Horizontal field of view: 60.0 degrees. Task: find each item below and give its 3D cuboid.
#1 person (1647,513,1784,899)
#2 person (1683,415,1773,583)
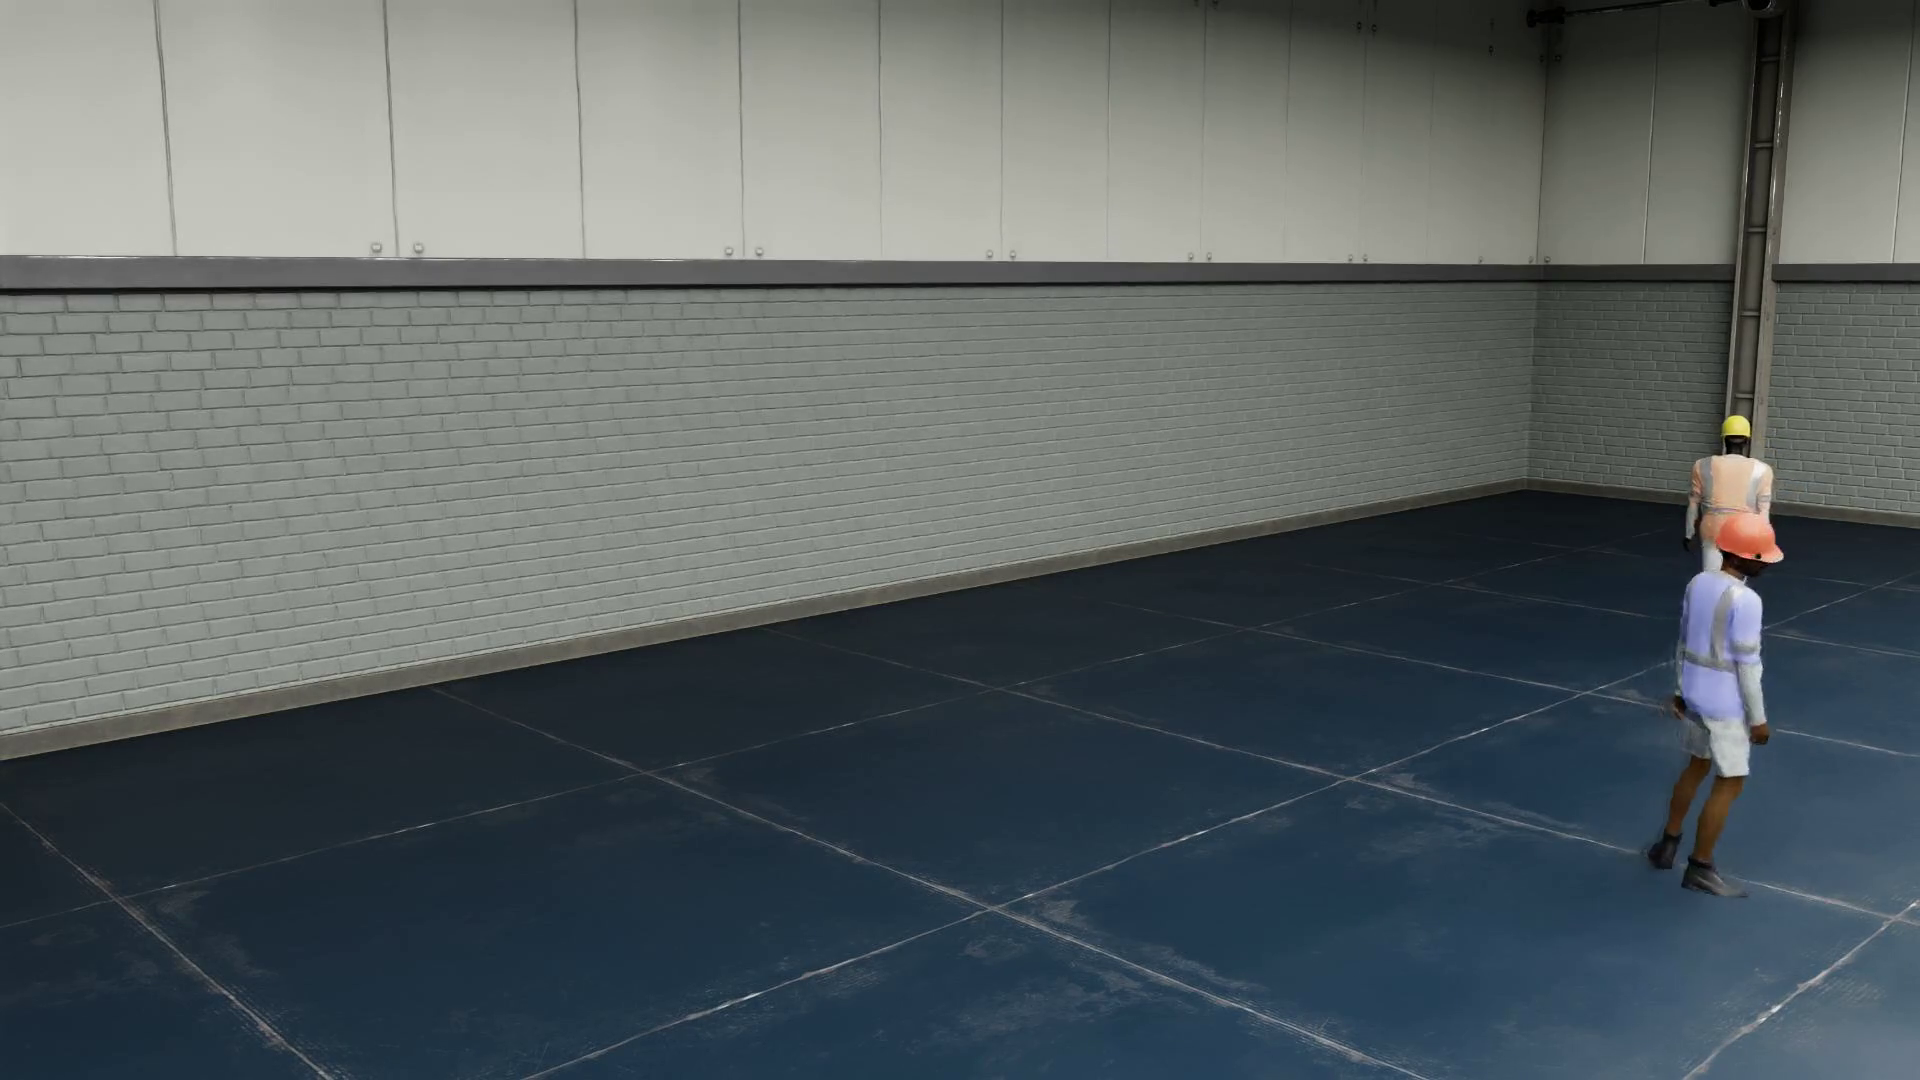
[{"bbox_3d":[3.693,0.791,8.208,0.381,1.908,0.730,0,9,-2],"label":"person"},{"bbox_3d":[6.124,-0.047,13.311,0.603,1.897,0.815,4,10,21],"label":"person"}]
